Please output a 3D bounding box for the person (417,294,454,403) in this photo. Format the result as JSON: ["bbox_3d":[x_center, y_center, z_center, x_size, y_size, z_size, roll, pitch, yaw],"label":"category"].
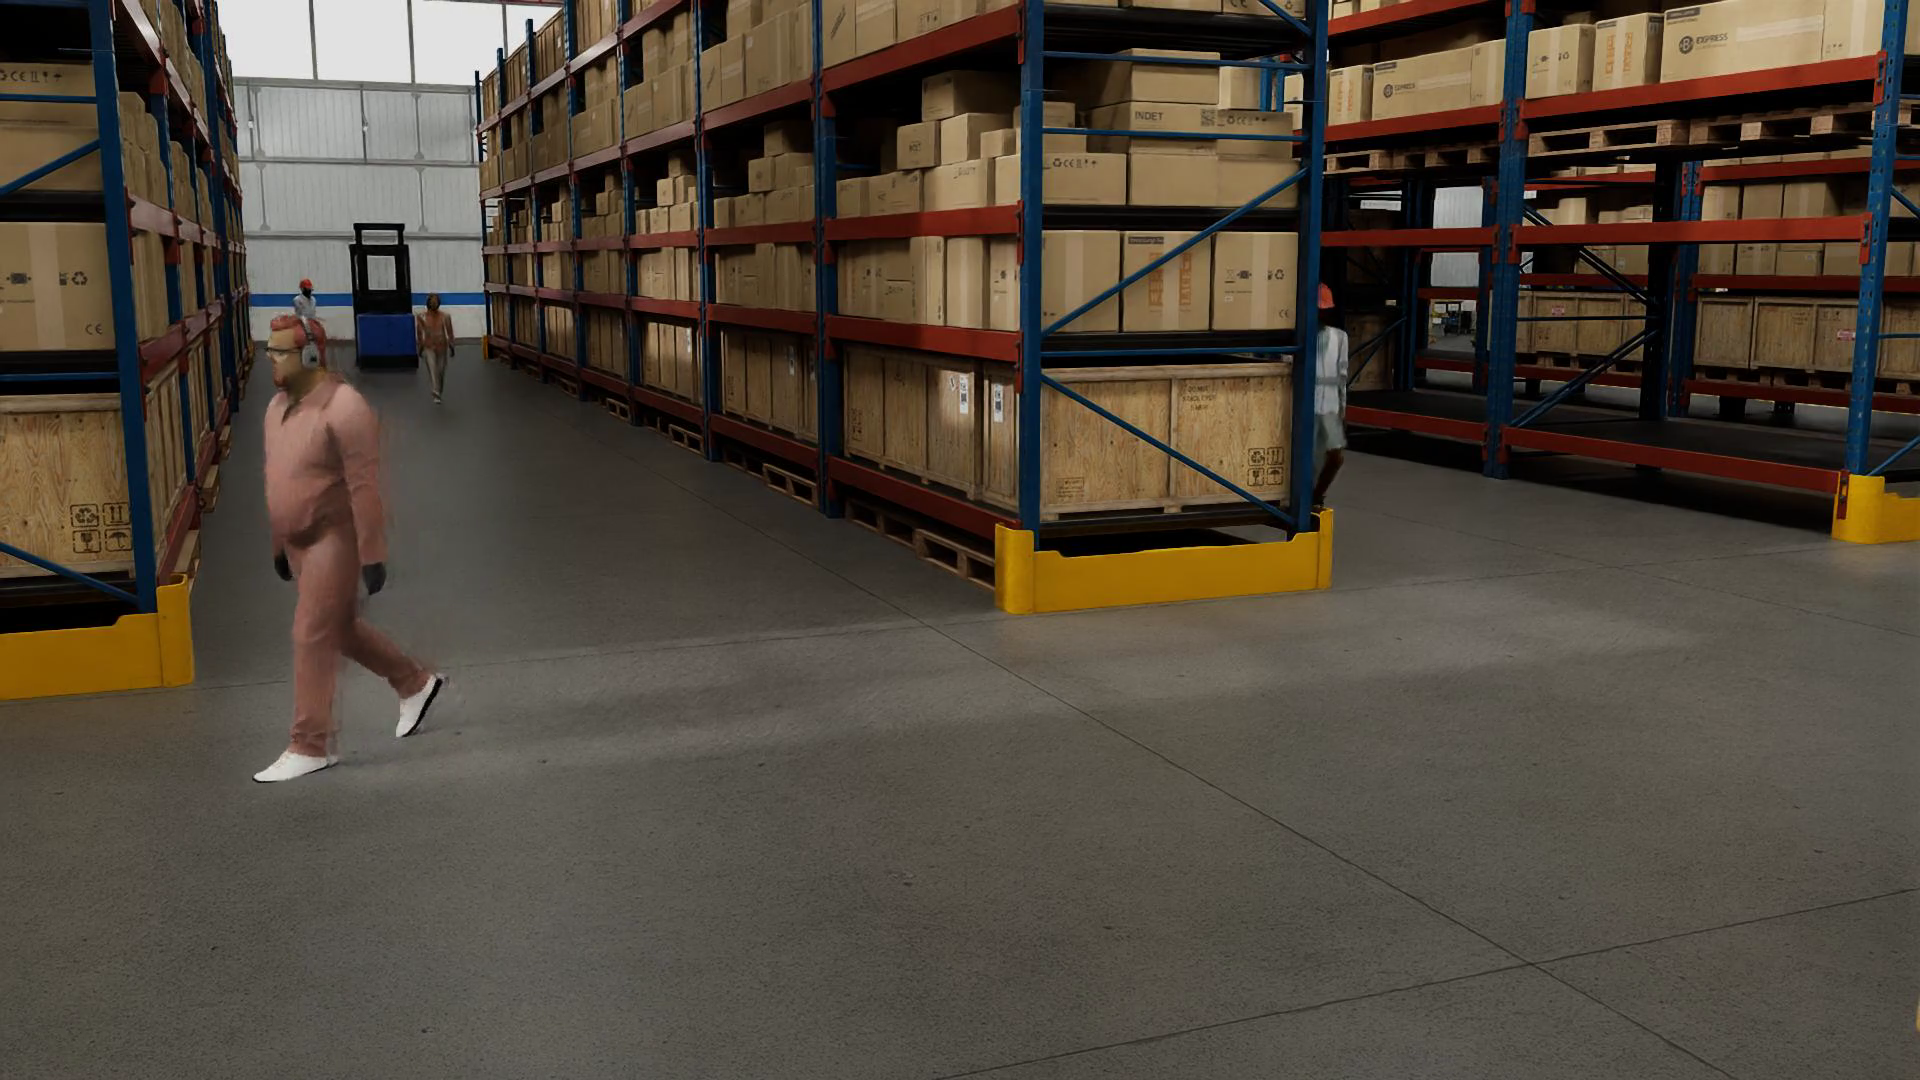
[{"bbox_3d":[-7.813,-2.858,24.766,0.521,1.618,0.709,-5,11,-27],"label":"person"}]

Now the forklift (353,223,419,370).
[{"bbox_3d":[-11.177,-4.734,32.217,1.129,2.768,1.873,-4,10,-22],"label":"forklift"}]

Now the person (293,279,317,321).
[{"bbox_3d":[-12.663,-4.187,32.310,0.342,1.751,0.564,3,10,19],"label":"person"}]

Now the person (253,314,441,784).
[{"bbox_3d":[-2.569,-0.001,6.906,0.655,1.877,0.889,8,12,40],"label":"person"}]

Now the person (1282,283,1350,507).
[{"bbox_3d":[2.705,-0.988,12.647,0.564,1.917,0.410,-2,10,-12],"label":"person"}]
